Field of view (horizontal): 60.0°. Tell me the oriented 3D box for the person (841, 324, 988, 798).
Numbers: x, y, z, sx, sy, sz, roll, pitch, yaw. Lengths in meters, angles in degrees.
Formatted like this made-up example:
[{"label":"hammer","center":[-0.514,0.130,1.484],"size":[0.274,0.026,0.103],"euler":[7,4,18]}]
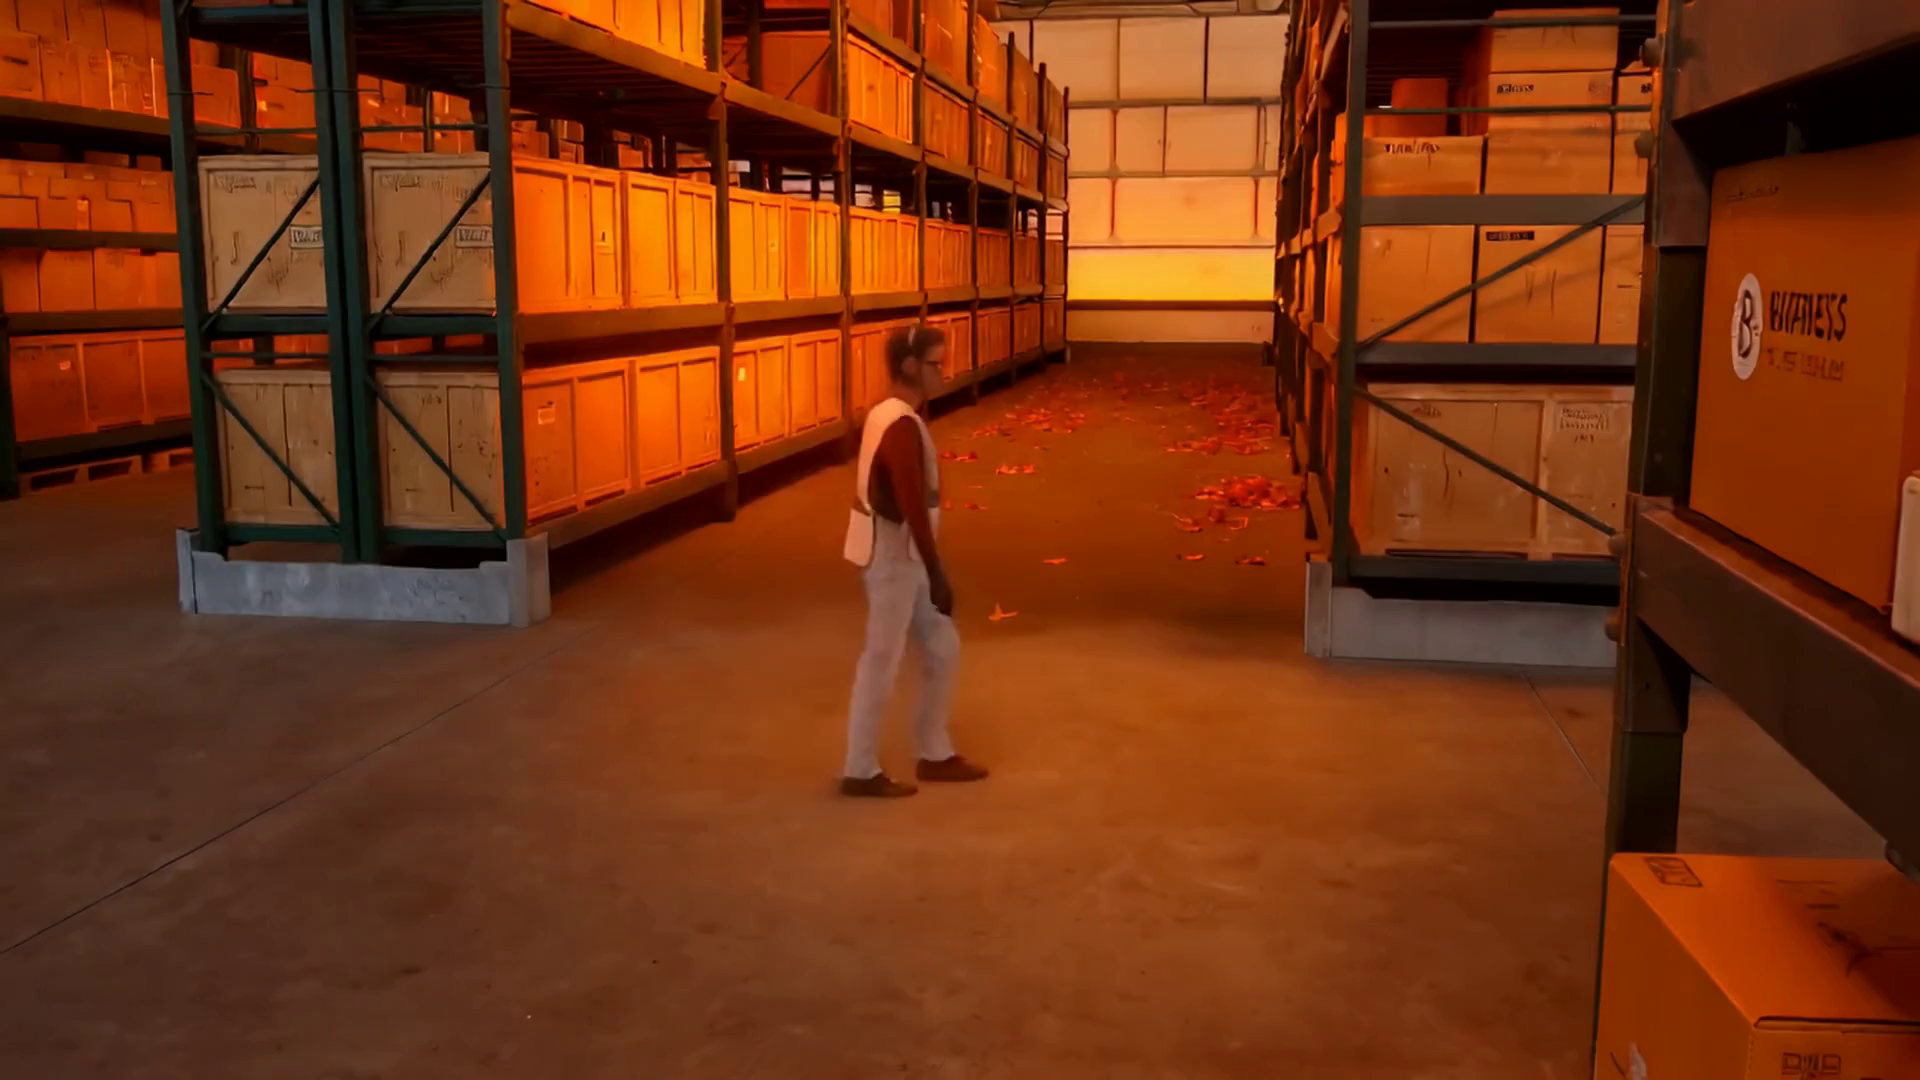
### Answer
[{"label":"person","center":[-0.140,0.098,6.351],"size":[0.723,1.819,0.562],"euler":[0,9,0]}]
